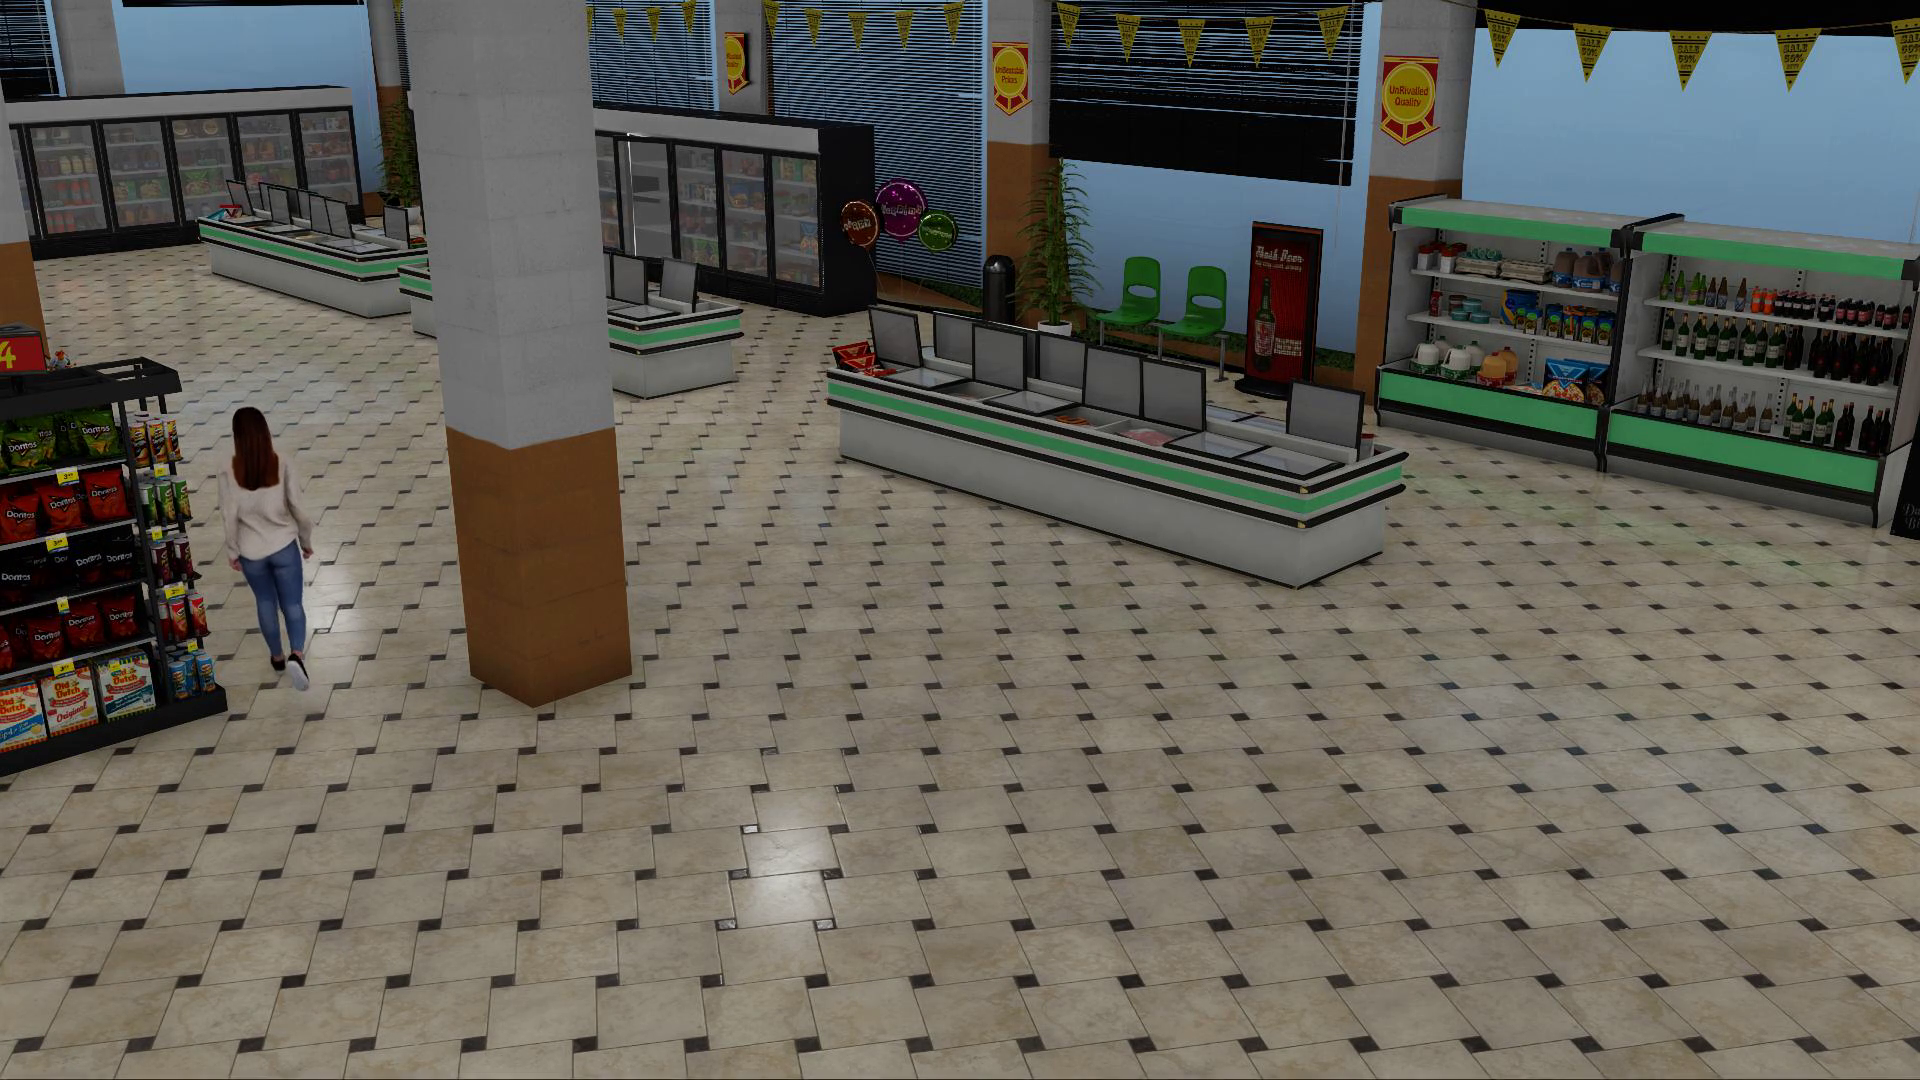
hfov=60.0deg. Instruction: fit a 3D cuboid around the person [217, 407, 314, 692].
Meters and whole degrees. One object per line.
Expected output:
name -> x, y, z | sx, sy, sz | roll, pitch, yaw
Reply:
person -> -4.015, 0.096, 9.663 | 0.934, 1.658, 1.180 | -7, 20, -19
